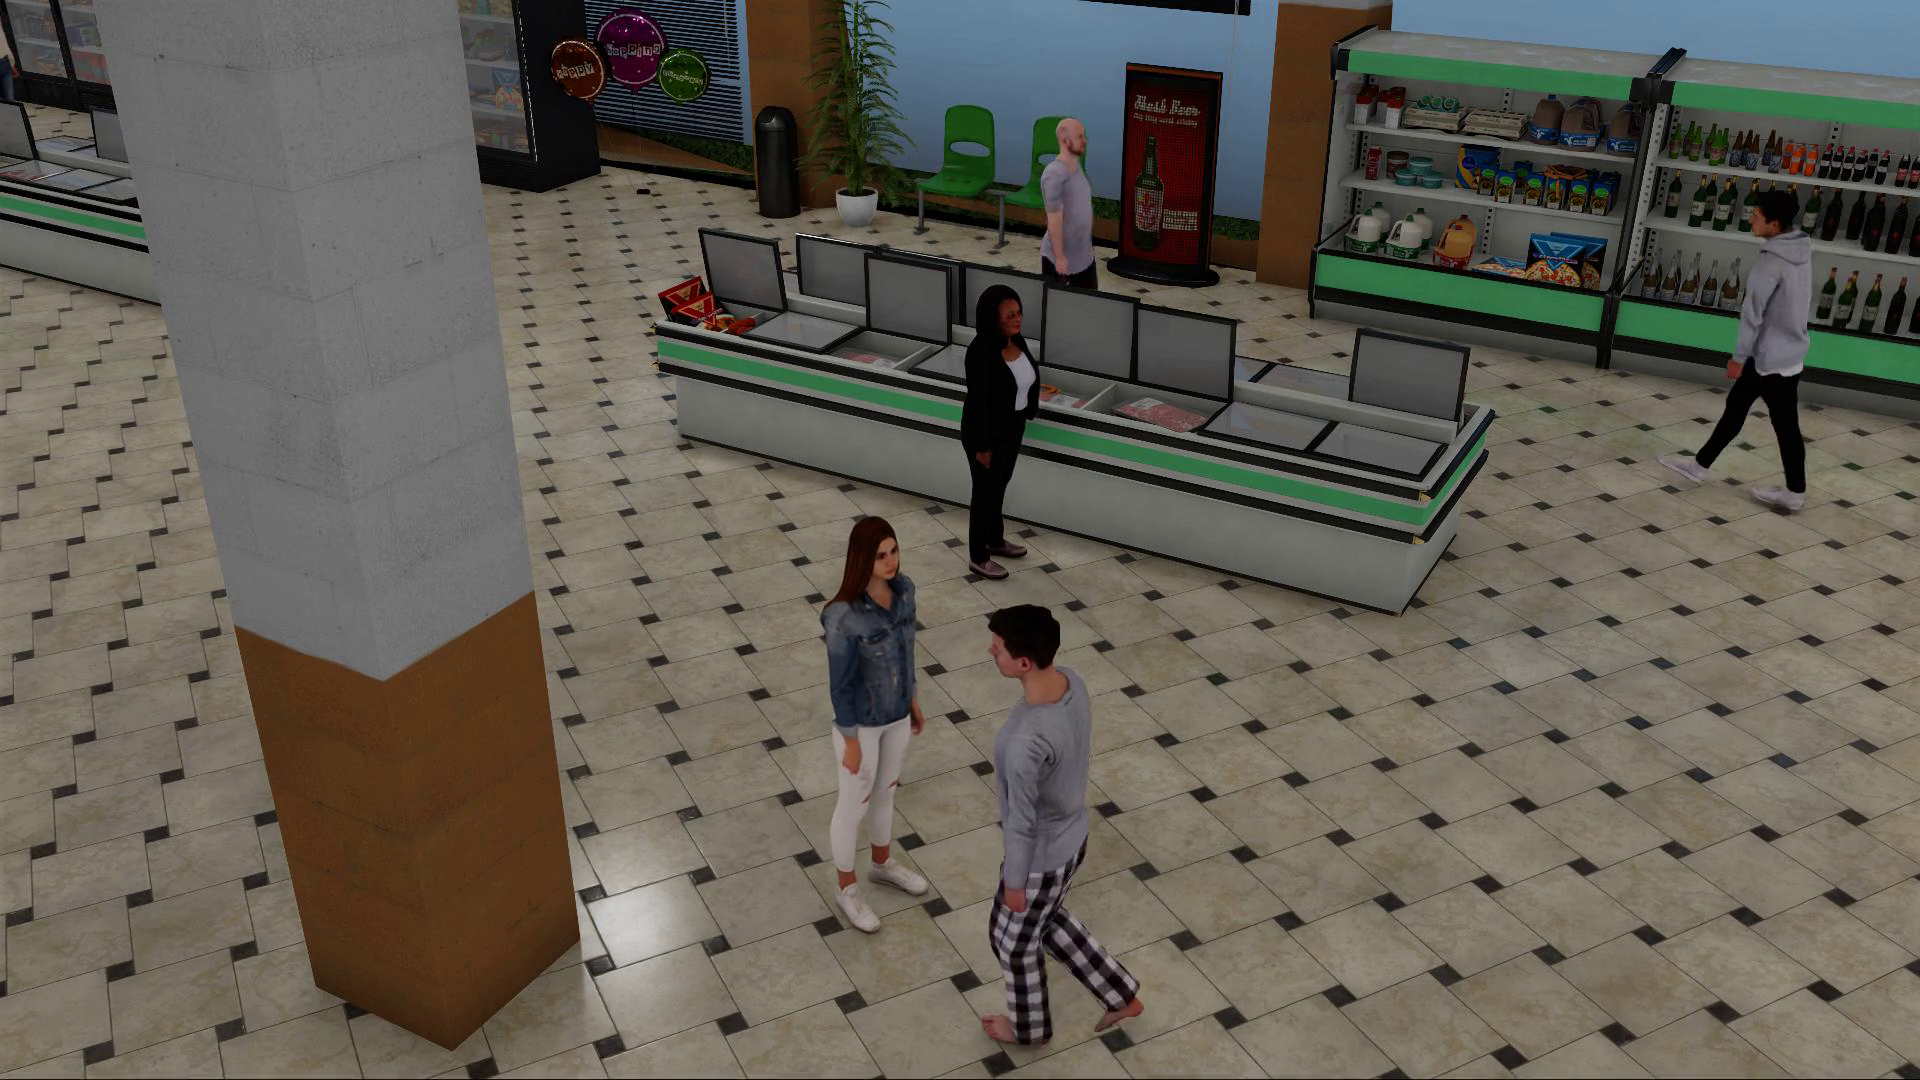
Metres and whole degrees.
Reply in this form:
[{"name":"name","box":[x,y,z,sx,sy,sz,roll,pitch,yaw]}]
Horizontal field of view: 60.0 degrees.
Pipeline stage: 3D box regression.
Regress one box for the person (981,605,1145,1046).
[{"name":"person","box":[0.356,1.029,5.509,0.838,1.829,0.703,13,30,24]}]

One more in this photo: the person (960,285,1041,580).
[{"name":"person","box":[0.181,-0.593,8.942,0.646,1.617,0.663,11,29,21]}]

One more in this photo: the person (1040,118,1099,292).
[{"name":"person","box":[0.639,-1.972,11.450,1.161,1.809,0.645,14,30,25]}]

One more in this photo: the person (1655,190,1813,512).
[{"name":"person","box":[4.771,-1.038,9.546,1.105,1.865,0.741,21,34,35]}]

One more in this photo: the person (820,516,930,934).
[{"name":"person","box":[-0.344,0.675,6.348,0.575,1.702,0.648,21,34,35]}]
